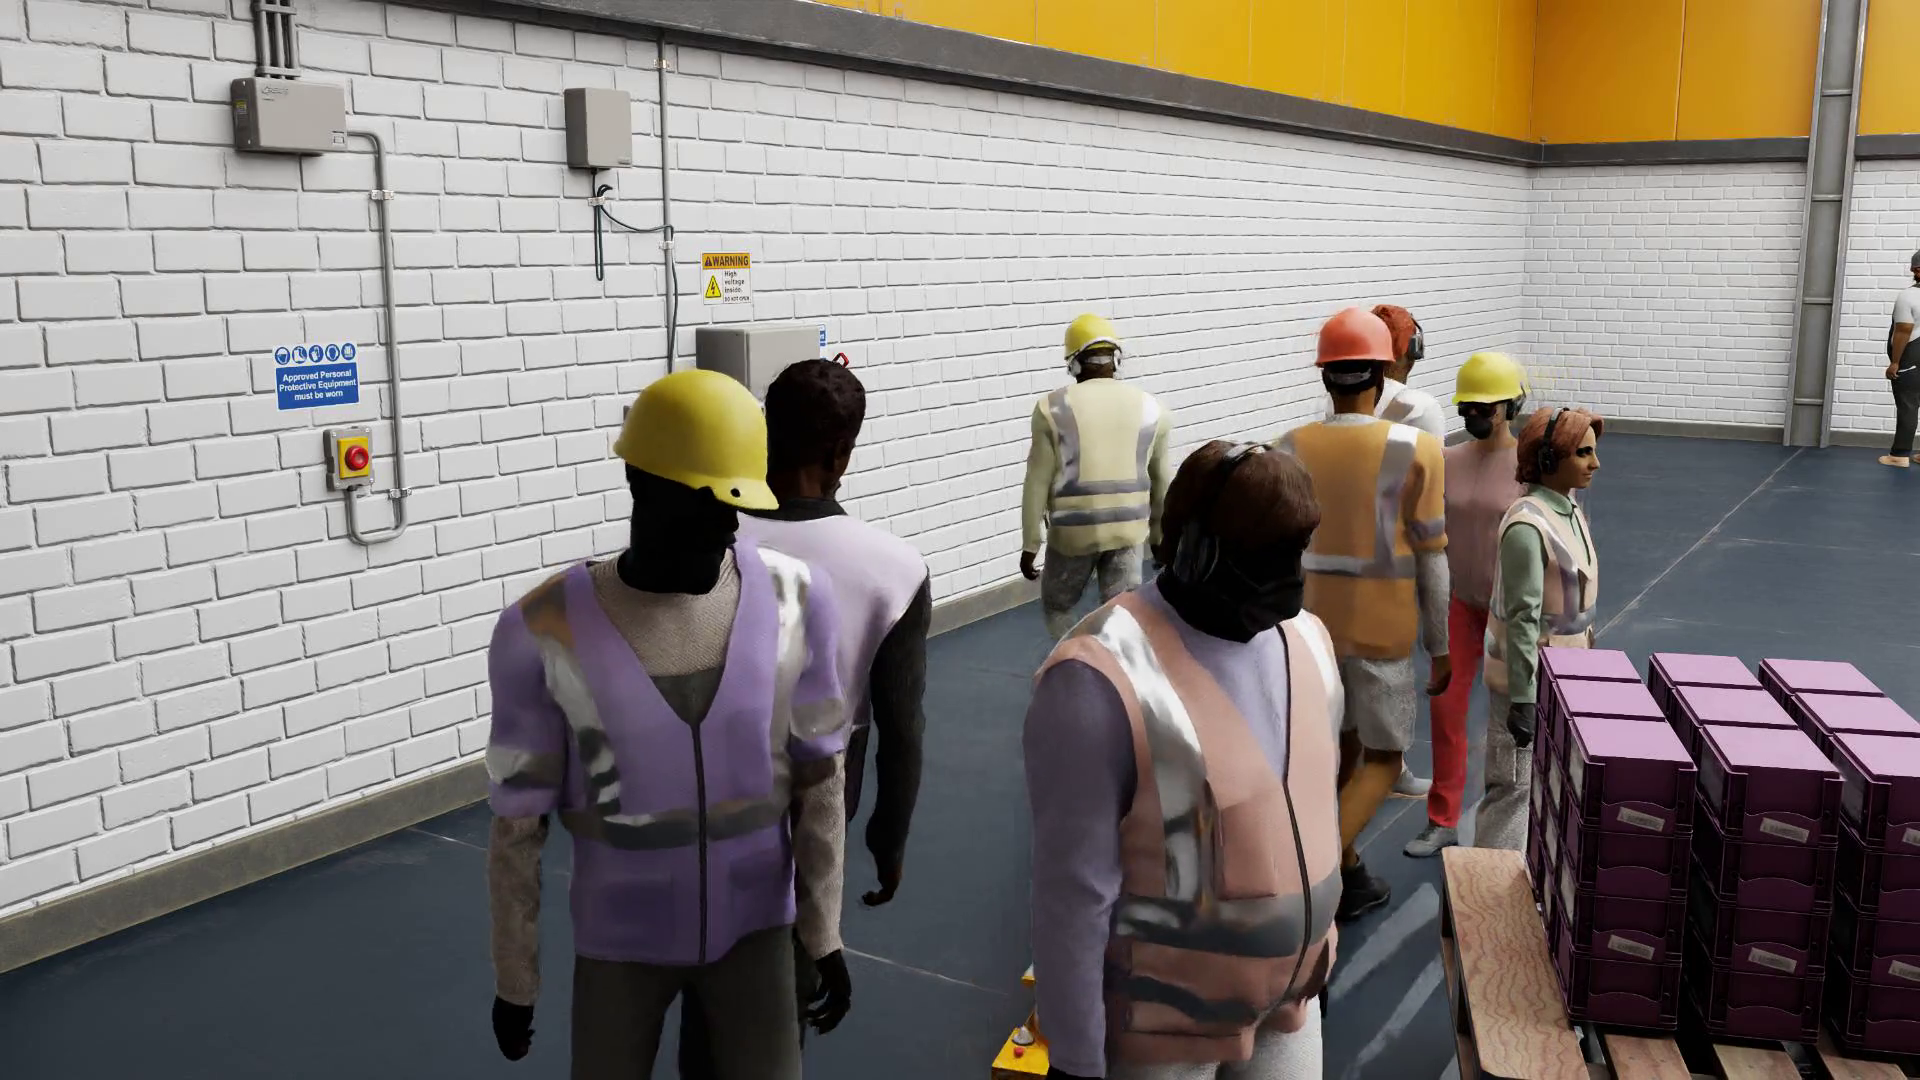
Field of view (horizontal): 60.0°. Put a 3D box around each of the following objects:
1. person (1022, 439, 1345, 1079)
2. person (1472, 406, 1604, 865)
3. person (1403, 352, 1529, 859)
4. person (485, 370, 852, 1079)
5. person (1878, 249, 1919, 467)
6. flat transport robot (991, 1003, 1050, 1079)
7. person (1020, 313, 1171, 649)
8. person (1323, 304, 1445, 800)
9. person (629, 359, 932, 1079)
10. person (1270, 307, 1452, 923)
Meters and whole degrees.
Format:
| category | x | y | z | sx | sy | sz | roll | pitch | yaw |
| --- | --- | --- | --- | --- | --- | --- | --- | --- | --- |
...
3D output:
| category | x | y | z | sx | sy | sz | roll | pitch | yaw |
| --- | --- | --- | --- | --- | --- | --- | --- | --- | --- |
| person | 0.325 | 0.716 | 2.773 | 0.671 | 1.810 | 0.759 | -8 | 13 | -38 |
| person | 1.662 | 0.429 | 4.802 | 0.311 | 1.638 | 0.521 | 6 | 12 | 30 |
| person | 1.898 | 0.205 | 5.781 | 0.825 | 1.728 | 0.561 | -9 | 14 | -41 |
| person | -0.488 | 0.656 | 2.831 | 0.606 | 1.894 | 0.459 | -4 | 11 | -22 |
| person | 8.917 | -1.705 | 15.515 | 0.673 | 2.000 | 0.536 | -2 | 10 | -12 |
| flat transport robot | 0.605 | 1.153 | 4.585 | 0.652 | 0.197 | 1.431 | 3 | 11 | 18 |
| person | 0.559 | -0.028 | 6.871 | 0.654 | 1.804 | 0.474 | -3 | 11 | -14 |
| person | 1.553 | 0.055 | 6.257 | 0.542 | 1.871 | 0.556 | -2 | 10 | -11 |
| person | -0.389 | 0.574 | 3.353 | 0.679 | 1.865 | 0.797 | 1 | 10 | 6 |
| person | 1.121 | 0.280 | 4.896 | 0.571 | 1.910 | 0.749 | 8 | 13 | 36 |
